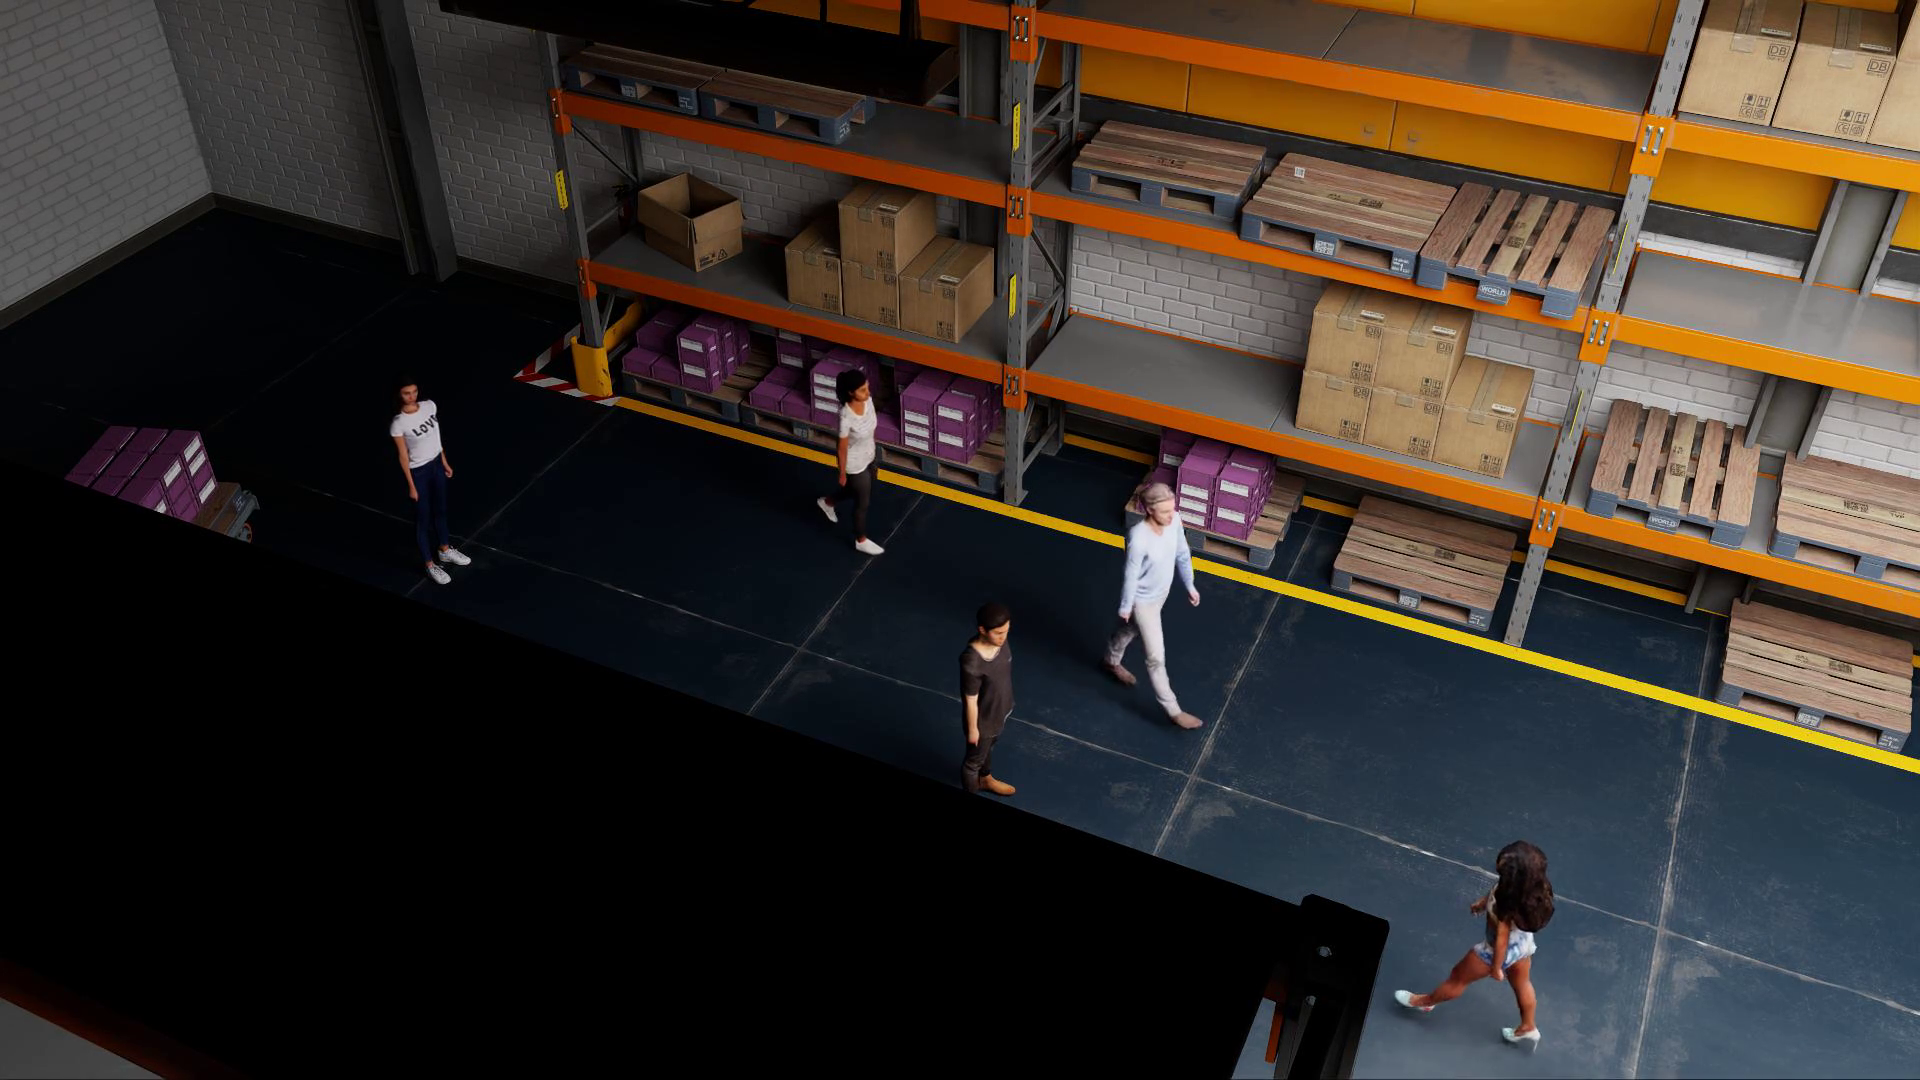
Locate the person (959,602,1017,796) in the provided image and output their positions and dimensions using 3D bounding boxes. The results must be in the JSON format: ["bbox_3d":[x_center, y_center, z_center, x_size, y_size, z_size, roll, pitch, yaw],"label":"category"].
[{"bbox_3d":[0.153,1.045,10.444,0.537,1.712,0.610,18,42,21],"label":"person"}]

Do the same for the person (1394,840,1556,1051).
[{"bbox_3d":[3.029,2.245,9.050,1.051,1.577,0.650,21,43,25],"label":"person"}]

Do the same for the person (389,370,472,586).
[{"bbox_3d":[-3.973,-0.485,12.309,0.511,1.776,0.584,18,42,21],"label":"person"}]

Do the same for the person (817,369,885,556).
[{"bbox_3d":[-0.849,-0.620,12.593,0.849,1.632,0.578,17,42,20],"label":"person"}]

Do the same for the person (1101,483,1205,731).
[{"bbox_3d":[1.202,0.348,11.214,1.276,1.839,0.880,28,46,31],"label":"person"}]
